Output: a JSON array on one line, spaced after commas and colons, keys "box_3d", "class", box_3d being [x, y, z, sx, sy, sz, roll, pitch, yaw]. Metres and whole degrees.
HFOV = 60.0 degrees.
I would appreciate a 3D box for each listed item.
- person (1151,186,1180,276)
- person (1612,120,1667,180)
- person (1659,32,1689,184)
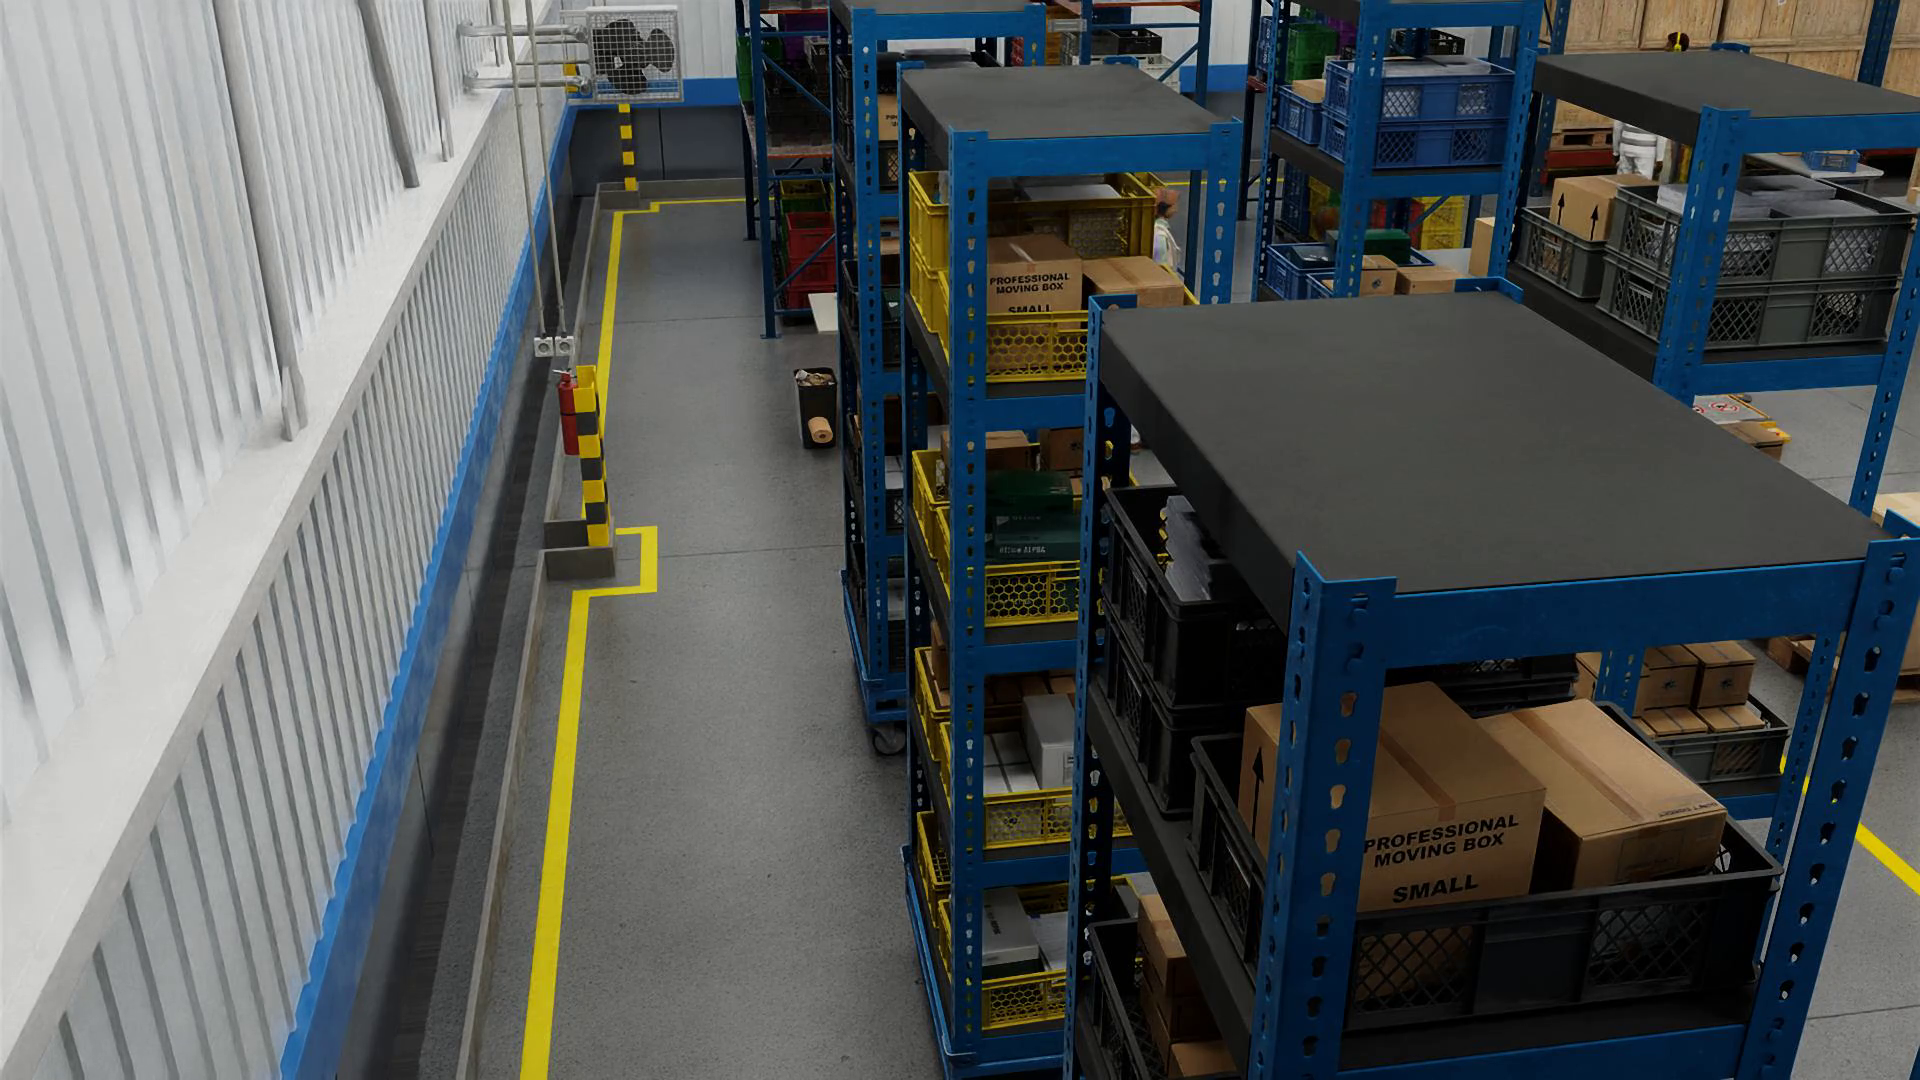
[{"box_3d": [1.503, -1.878, 12.714, 0.308, 1.645, 0.514, -1, 25, -3], "class": "person"}, {"box_3d": [6.890, -3.926, 16.886, 0.355, 1.883, 0.573, -18, 30, -34], "class": "person"}, {"box_3d": [7.940, -4.730, 18.654, 0.309, 1.864, 0.535, 10, 27, 21], "class": "person"}]
